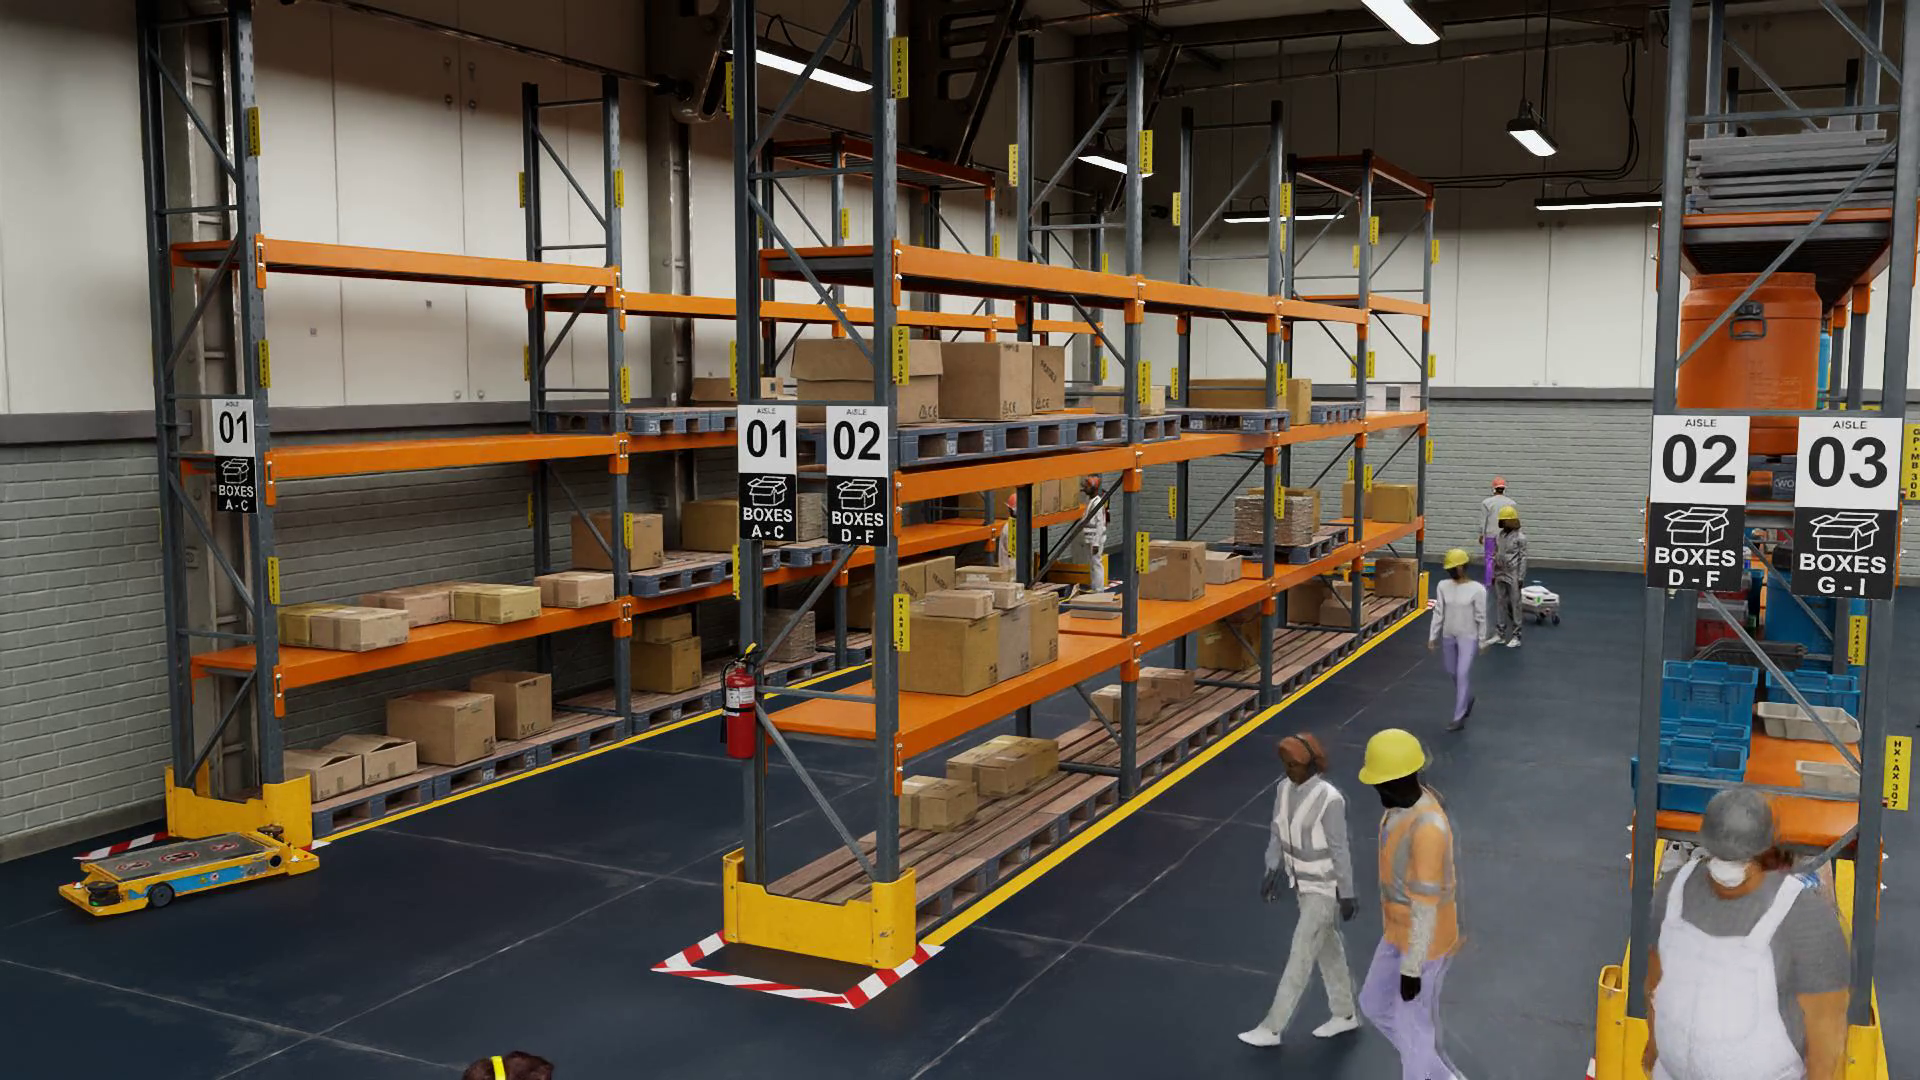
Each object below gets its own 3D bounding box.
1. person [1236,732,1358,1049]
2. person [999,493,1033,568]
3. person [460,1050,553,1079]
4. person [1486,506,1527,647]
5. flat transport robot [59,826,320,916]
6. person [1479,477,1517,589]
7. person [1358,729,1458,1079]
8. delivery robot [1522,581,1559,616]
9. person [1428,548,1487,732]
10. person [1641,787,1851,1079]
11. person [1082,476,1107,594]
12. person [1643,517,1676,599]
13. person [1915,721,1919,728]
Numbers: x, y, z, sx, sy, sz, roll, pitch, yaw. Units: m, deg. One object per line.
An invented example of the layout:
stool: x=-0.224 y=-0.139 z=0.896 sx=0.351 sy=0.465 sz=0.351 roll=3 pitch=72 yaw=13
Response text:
person: x=1.701 y=1.763 z=8.393 sx=0.766 sy=1.601 sz=0.526 roll=-2 pitch=6 yaw=-18
person: x=0.657 y=0.432 z=19.571 sx=0.409 sy=1.985 sz=0.618 roll=0 pitch=6 yaw=4
person: x=-1.048 y=2.101 z=3.873 sx=0.330 sy=1.874 sz=0.518 roll=-3 pitch=7 yaw=-28
person: x=6.765 y=0.451 z=20.547 sx=0.321 sy=1.741 sz=0.489 roll=-3 pitch=7 yaw=-30
flat transport robot: x=-5.068 y=2.162 z=10.974 sx=0.652 sy=0.197 sz=1.431 roll=6 pitch=8 yaw=43
person: x=8.364 y=-0.101 z=25.914 sx=0.568 sy=1.746 sz=0.342 roll=-1 pitch=6 yaw=-5
person: x=1.944 y=1.738 z=7.321 sx=0.458 sy=1.884 sz=0.673 roll=0 pitch=6 yaw=3
delivery robot: x=7.779 y=0.796 z=22.448 sx=0.477 sy=0.478 sz=0.707 roll=-1 pitch=6 yaw=-10
person: x=4.829 y=0.927 z=15.975 sx=0.758 sy=1.727 sz=0.532 roll=-5 pitch=8 yaw=-40
person: x=2.839 y=1.798 z=6.000 sx=0.891 sy=2.000 sz=0.711 roll=-5 pitch=7 yaw=-38
person: x=1.938 y=0.020 z=24.059 sx=0.358 sy=1.882 sz=0.574 roll=0 pitch=6 yaw=-5
person: x=10.505 y=0.002 z=24.855 sx=0.573 sy=1.749 sz=0.343 roll=1 pitch=6 yaw=7
person: x=9.536 y=0.922 z=16.020 sx=0.847 sy=1.737 sz=0.530 roll=-5 pitch=8 yaw=-41
